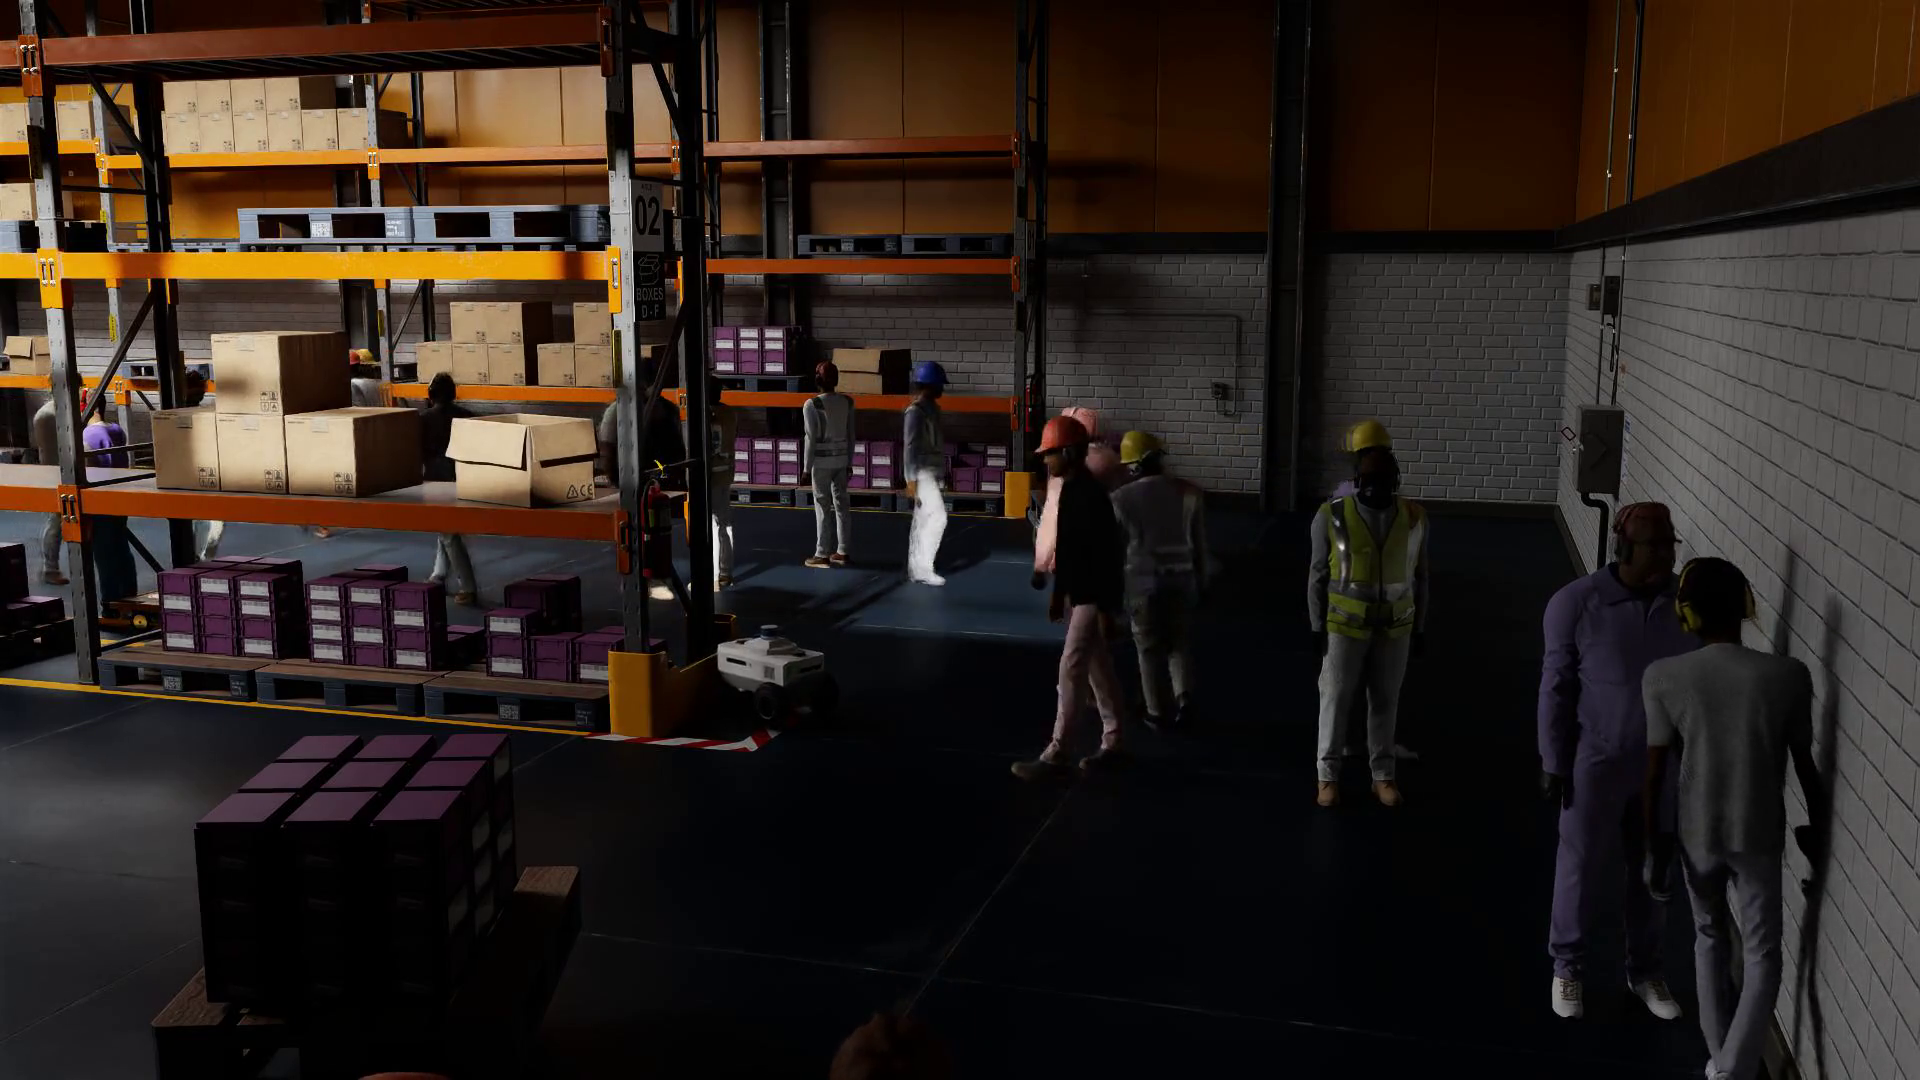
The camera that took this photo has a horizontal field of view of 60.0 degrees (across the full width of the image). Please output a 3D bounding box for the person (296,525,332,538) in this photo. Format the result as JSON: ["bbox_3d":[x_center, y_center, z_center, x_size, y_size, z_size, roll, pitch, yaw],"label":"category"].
[{"bbox_3d":[-6.538,-0.959,16.927,0.461,1.867,0.600,8,12,42],"label":"person"}]

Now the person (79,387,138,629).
[{"bbox_3d":[-6.495,-0.242,12.665,0.380,1.836,0.560,0,9,0],"label":"person"}]

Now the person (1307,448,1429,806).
[{"bbox_3d":[2.079,0.447,8.467,0.619,1.839,0.430,0,9,-1],"label":"person"}]

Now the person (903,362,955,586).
[{"bbox_3d":[-0.236,-0.568,14.350,0.572,1.924,0.624,2,10,14],"label":"person"}]

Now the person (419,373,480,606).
[{"bbox_3d":[-4.214,-0.423,13.630,1.013,1.891,0.637,7,12,38],"label":"person"}]

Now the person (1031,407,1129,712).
[{"bbox_3d":[0.708,0.115,10.344,0.674,1.880,0.680,8,12,41],"label":"person"}]

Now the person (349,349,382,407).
[{"bbox_3d":[-6.351,-1.136,18.052,0.940,1.879,0.559,2,9,10],"label":"person"}]

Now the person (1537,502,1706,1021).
[{"bbox_3d":[2.434,0.806,6.053,0.651,1.909,0.409,0,9,1],"label":"person"}]

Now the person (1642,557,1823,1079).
[{"bbox_3d":[2.420,0.982,5.224,0.600,1.829,0.766,5,11,28],"label":"person"}]

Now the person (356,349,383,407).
[{"bbox_3d":[-6.630,-1.215,18.599,0.404,1.833,0.590,0,9,3],"label":"person"}]

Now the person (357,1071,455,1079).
[{"bbox_3d":[-0.528,1.477,1.729,0.609,1.986,0.390,5,11,28],"label":"person"}]

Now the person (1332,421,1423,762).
[{"bbox_3d":[2.349,0.294,9.199,0.533,1.895,0.613,-4,10,-24],"label":"person"}]

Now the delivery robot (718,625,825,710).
[{"bbox_3d":[-1.158,0.761,10.157,0.707,0.478,0.477,8,13,42],"label":"delivery robot"}]

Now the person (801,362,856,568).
[{"bbox_3d":[-1.205,-0.685,15.218,0.583,1.882,0.350,-9,13,-43],"label":"person"}]

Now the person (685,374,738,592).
[{"bbox_3d":[-2.129,-0.486,14.131,0.429,1.842,0.636,3,10,18],"label":"person"}]

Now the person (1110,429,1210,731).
[{"bbox_3d":[1.158,0.251,9.773,0.635,1.795,0.441,-2,9,-11],"label":"person"}]

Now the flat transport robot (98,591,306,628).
[{"bbox_3d":[-5.764,0.534,12.692,1.431,0.197,0.652,2,10,15],"label":"flat transport robot"}]

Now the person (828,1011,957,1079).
[{"bbox_3d":[-0.103,1.509,2.601,0.507,1.632,0.266,-1,9,-6],"label":"person"}]

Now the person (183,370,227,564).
[{"bbox_3d":[-6.674,-0.561,14.564,0.444,1.851,0.545,8,12,39],"label":"person"}]

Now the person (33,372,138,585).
[{"bbox_3d":[-7.575,-0.522,14.240,0.968,1.885,0.647,4,10,23],"label":"person"}]

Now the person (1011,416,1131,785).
[{"bbox_3d":[0.596,0.317,8.932,0.807,1.952,0.647,-1,9,-8],"label":"person"}]

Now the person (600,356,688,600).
[{"bbox_3d":[-2.528,-0.500,13.609,0.538,2.000,0.693,9,13,44],"label":"person"}]
